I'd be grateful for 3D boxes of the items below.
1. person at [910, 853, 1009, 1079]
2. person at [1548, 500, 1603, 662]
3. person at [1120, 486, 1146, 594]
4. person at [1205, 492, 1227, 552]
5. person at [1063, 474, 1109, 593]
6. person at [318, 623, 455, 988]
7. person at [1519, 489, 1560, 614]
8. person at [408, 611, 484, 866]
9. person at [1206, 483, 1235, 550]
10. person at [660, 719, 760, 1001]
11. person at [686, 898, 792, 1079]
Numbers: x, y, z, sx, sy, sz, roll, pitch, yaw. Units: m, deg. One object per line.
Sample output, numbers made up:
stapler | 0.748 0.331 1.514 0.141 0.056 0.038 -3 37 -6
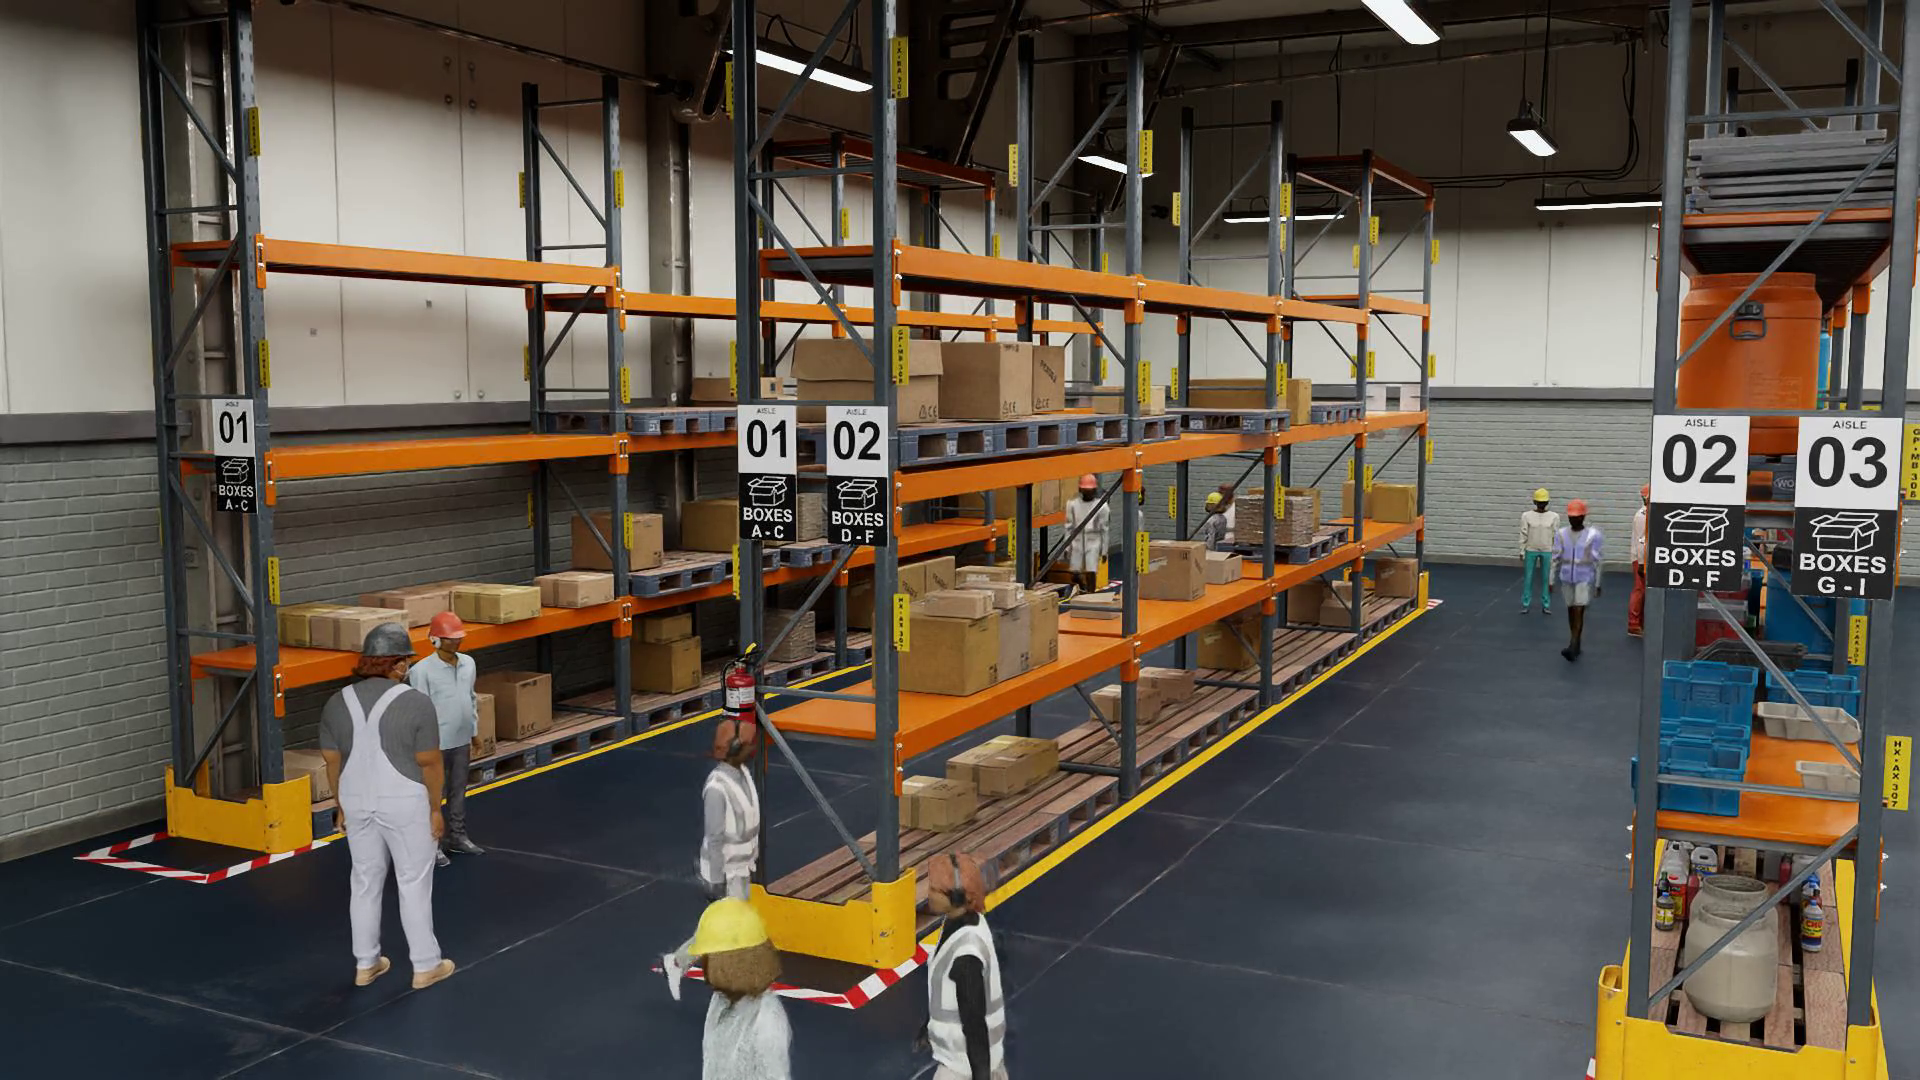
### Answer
person | 0.036 1.983 6.432 0.876 1.589 0.513 0 6 3
person | 7.210 0.479 19.565 0.570 1.883 0.987 5 8 40
person | 2.364 0.186 22.582 0.333 1.861 0.499 -2 6 -20
person | 3.480 0.220 22.787 0.296 1.744 0.488 4 7 31
person | 1.722 0.093 22.635 0.644 2.028 0.512 2 6 17
person | -3.160 1.461 9.280 0.674 2.000 0.537 1 6 11
person | 8.094 0.163 23.230 0.535 1.766 0.321 1 6 13
person | -3.559 1.366 11.588 0.326 1.751 0.559 3 7 29
person | 3.782 0.098 23.545 0.409 1.832 0.687 -4 7 -35
person | -1.264 1.729 8.741 0.677 1.610 0.524 1 6 13
person | -0.659 2.018 5.429 0.423 1.752 0.510 -4 7 -31
